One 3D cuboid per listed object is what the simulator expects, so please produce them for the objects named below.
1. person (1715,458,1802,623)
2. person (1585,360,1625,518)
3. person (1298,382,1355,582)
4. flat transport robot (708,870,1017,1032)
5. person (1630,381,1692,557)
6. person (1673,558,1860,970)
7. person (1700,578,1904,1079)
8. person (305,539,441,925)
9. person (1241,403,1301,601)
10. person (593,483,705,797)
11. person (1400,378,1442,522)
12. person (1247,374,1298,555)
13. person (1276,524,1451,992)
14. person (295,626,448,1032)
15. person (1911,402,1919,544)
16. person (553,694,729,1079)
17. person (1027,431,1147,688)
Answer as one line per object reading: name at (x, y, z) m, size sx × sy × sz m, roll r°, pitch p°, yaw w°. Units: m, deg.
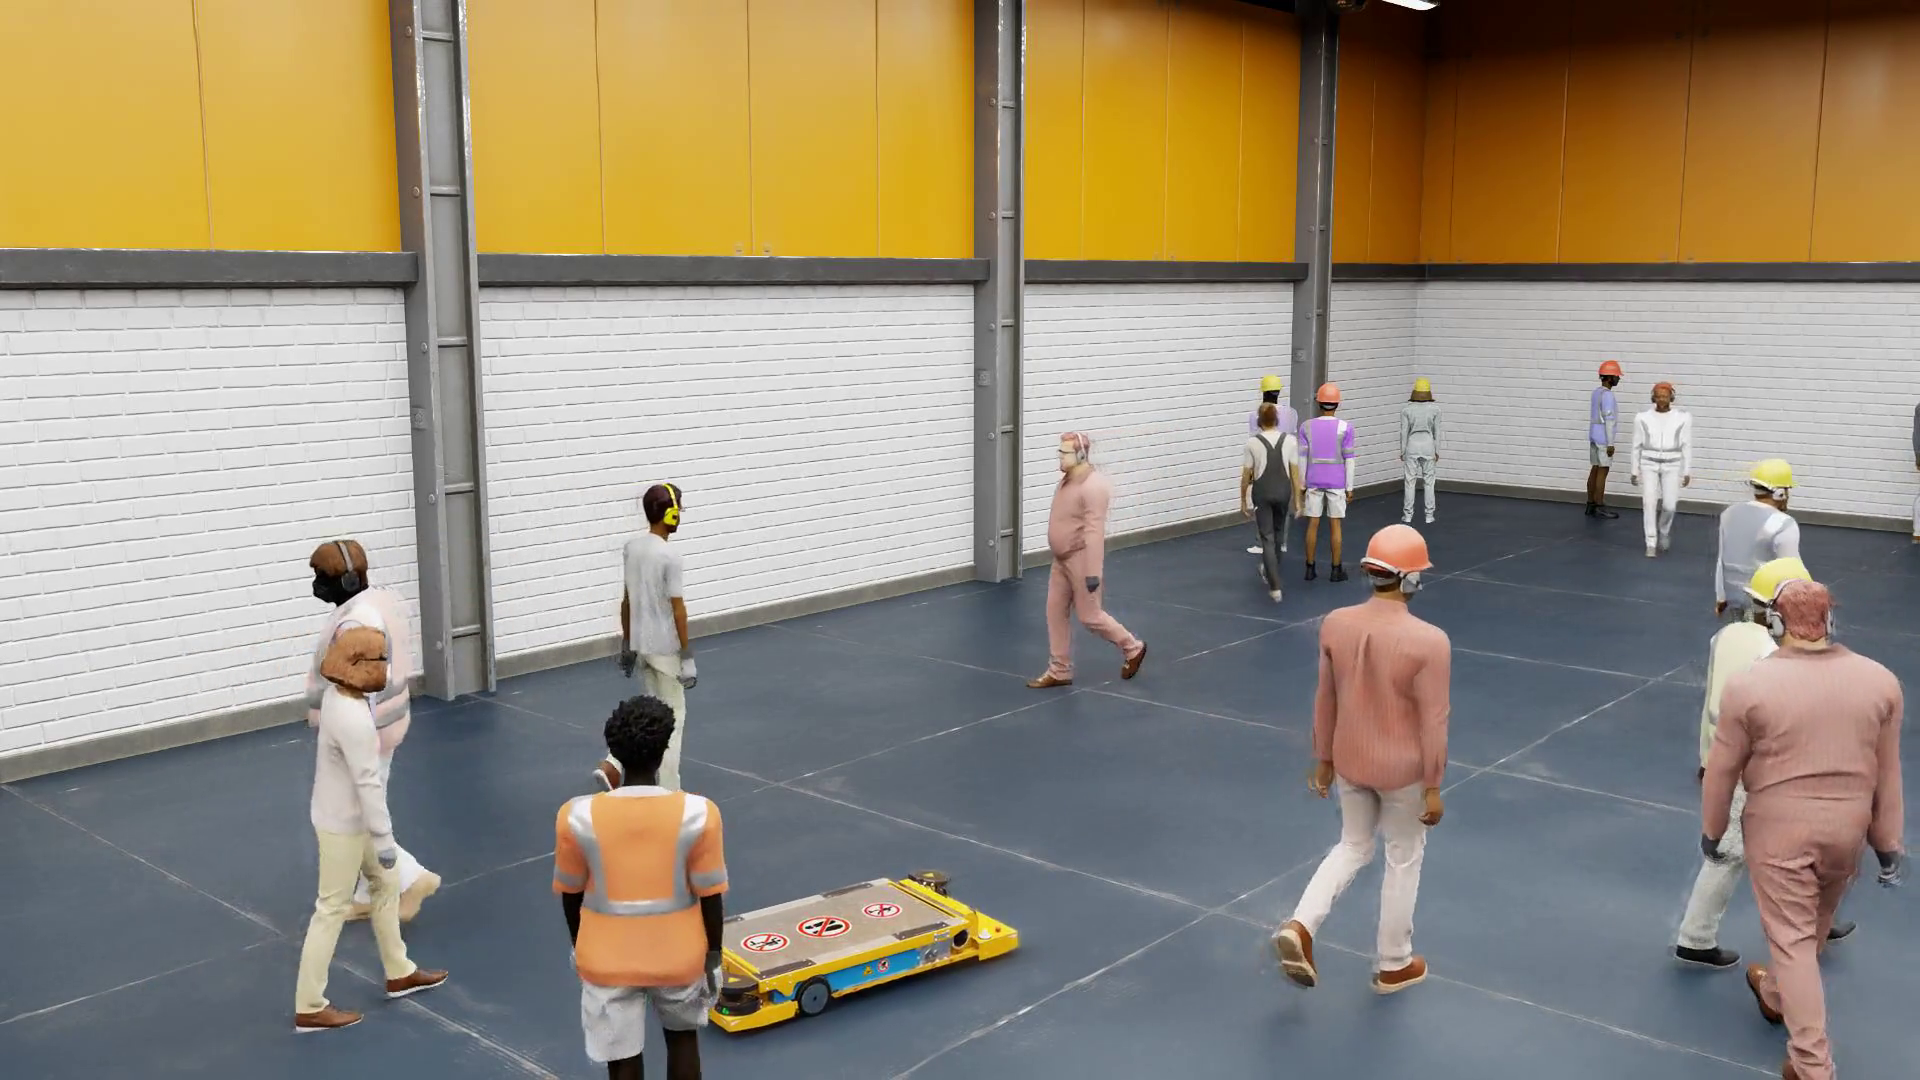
person at (5.197, 0.378, 10.698) m, size 0.565 × 1.810 × 0.618 m, roll -3°, pitch 9°, yaw -16°
person at (7.931, -1.236, 20.446) m, size 0.362 × 1.938 × 0.545 m, roll 0°, pitch 9°, yaw 1°
person at (3.562, -0.557, 16.163) m, size 0.547 × 1.942 × 0.344 m, roll 4°, pitch 10°, yaw 24°
flat transport robot at (-0.514, 1.720, 7.099) m, size 1.431 × 0.197 × 0.652 m, roll -7°, pitch 11°, yaw -36°
person at (7.406, -0.750, 17.608) m, size 0.597 × 1.866 × 0.461 m, roll 4°, pitch 10°, yaw 23°
person at (3.502, 0.967, 7.061) m, size 0.912 × 1.786 × 0.612 m, roll 0°, pitch 9°, yaw -1°
person at (3.110, 1.060, 6.268) m, size 0.656 × 1.854 × 0.979 m, roll 0°, pitch 9°, yaw 1°
person at (-2.685, 0.884, 7.510) m, size 0.476 × 1.822 × 0.665 m, roll -2°, pitch 9°, yaw -10°
person at (2.864, -0.372, 15.469) m, size 0.530 × 1.791 × 0.970 m, roll -1°, pitch 9°, yaw -5°
person at (-1.693, 0.613, 9.126) m, size 0.539 × 1.847 × 0.510 m, roll -8°, pitch 12°, yaw -42°
person at (5.545, -1.078, 20.051) m, size 0.486 × 1.746 × 0.289 m, roll 2°, pitch 9°, yaw 11°
person at (3.311, -0.800, 17.730) m, size 0.585 × 1.930 × 0.361 m, roll -4°, pitch 10°, yaw -25°
person at (1.667, 0.921, 6.771) m, size 0.704 × 1.978 × 0.615 m, roll -7°, pitch 12°, yaw -39°
person at (-2.349, 1.131, 6.632) m, size 0.735 × 1.597 × 0.516 m, roll -5°, pitch 10°, yaw -28°
person at (10.767, -0.891, 18.271) m, size 0.357 × 1.938 × 0.638 m, roll -3°, pitch 9°, yaw -17°
person at (-1.002, 1.315, 5.253) m, size 0.538 × 1.676 × 0.514 m, roll -2°, pitch 9°, yaw -11°
person at (0.925, 0.145, 11.987) m, size 0.820 × 1.880 × 0.640 m, roll -3°, pitch 10°, yaw -21°
